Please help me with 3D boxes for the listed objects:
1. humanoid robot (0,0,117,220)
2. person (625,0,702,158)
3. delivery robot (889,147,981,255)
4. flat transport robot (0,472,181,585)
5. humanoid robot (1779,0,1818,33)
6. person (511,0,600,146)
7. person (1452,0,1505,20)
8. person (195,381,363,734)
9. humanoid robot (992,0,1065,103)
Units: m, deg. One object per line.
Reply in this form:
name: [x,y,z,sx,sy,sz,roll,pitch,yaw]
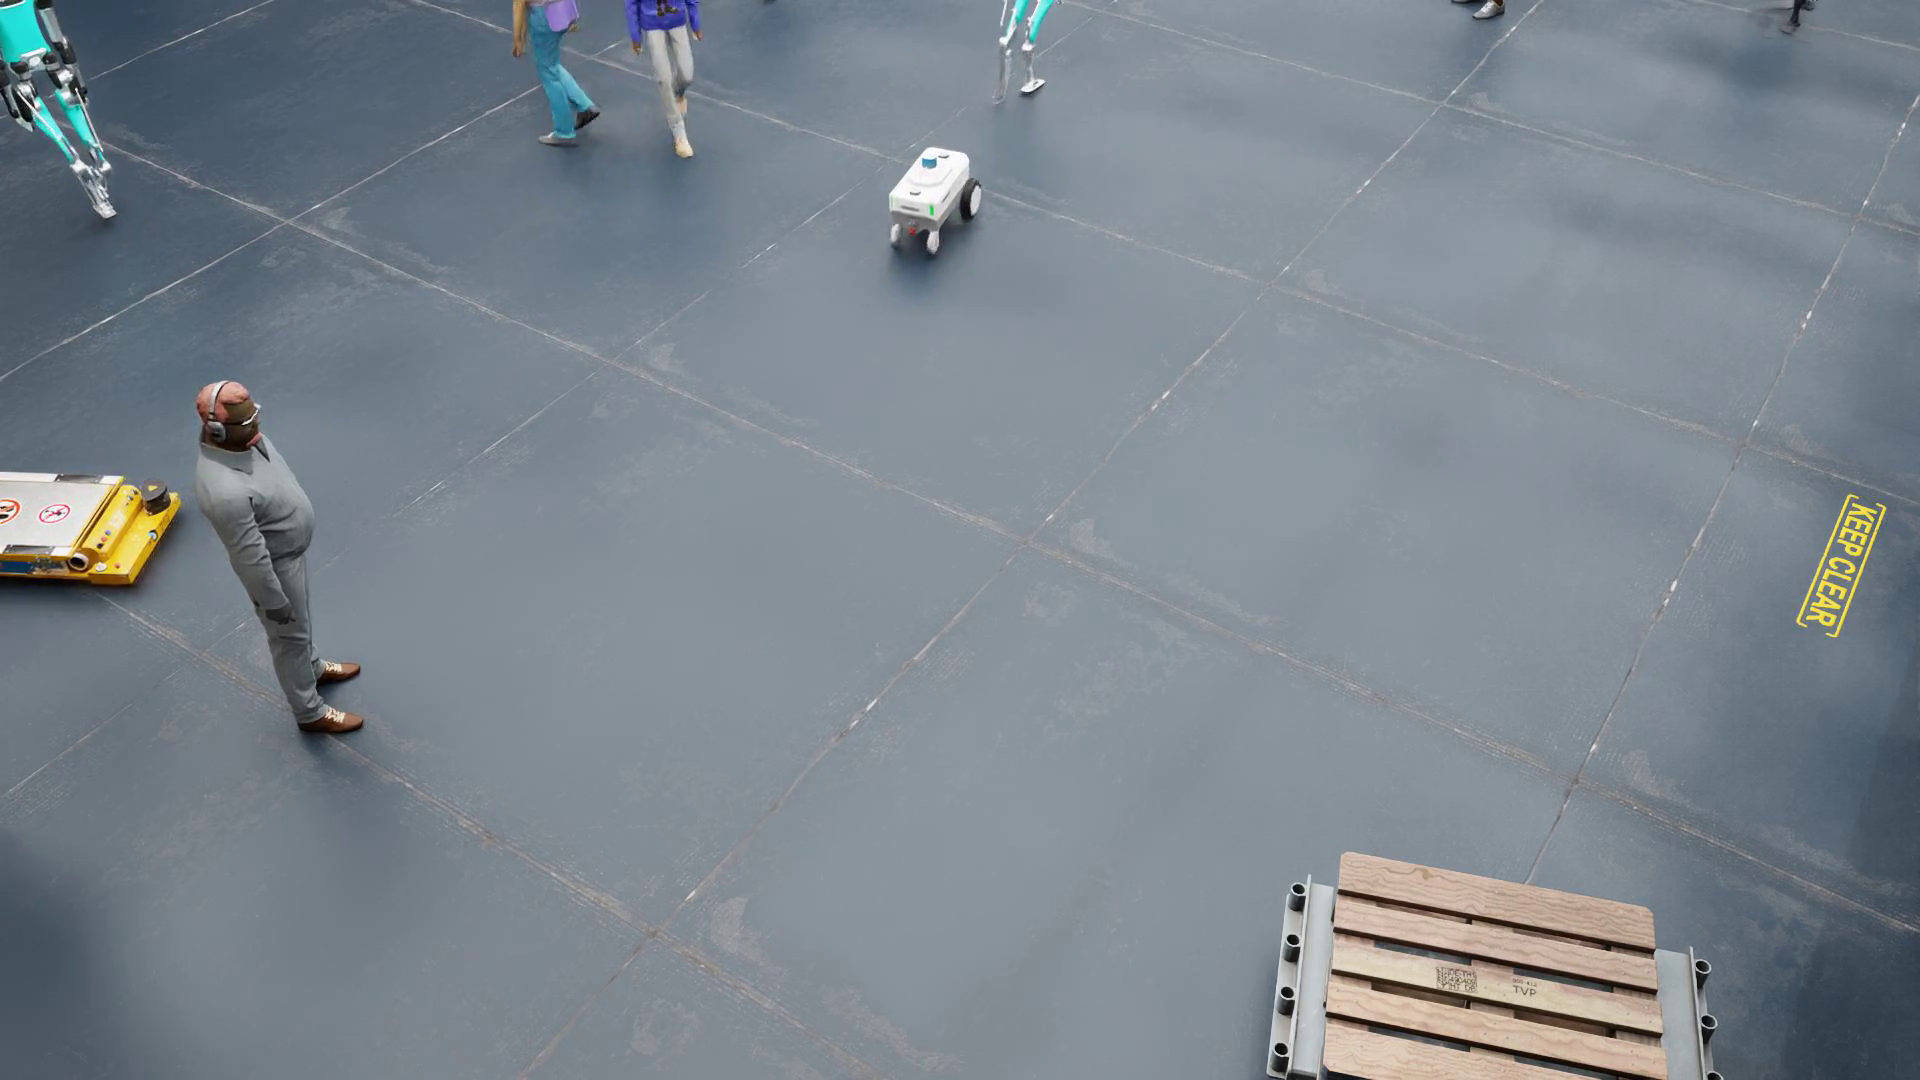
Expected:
humanoid robot: [-5.890,-2.833,10.857,0.895,1.770,0.531,33,51,31]
person: [-2.082,-3.643,11.681,0.513,1.840,0.644,-13,43,-14]
delivery robot: [-0.194,-2.323,11.178,0.499,0.613,0.811,14,44,15]
flat transport robot: [-4.997,-0.067,8.855,1.431,0.231,0.659,2,42,2]
humanoid robot: [6.860,-4.879,13.188,0.457,1.646,0.587,0,42,0]
person: [-2.912,-3.619,11.665,0.460,1.825,0.590,9,43,10]
person: [4.399,-5.170,13.312,0.418,1.940,0.551,-12,43,-13]
person: [-3.059,0.076,7.469,0.406,1.904,0.651,-11,43,-12]
humanoid robot: [0.497,-4.050,12.295,0.546,1.877,0.793,25,48,26]
